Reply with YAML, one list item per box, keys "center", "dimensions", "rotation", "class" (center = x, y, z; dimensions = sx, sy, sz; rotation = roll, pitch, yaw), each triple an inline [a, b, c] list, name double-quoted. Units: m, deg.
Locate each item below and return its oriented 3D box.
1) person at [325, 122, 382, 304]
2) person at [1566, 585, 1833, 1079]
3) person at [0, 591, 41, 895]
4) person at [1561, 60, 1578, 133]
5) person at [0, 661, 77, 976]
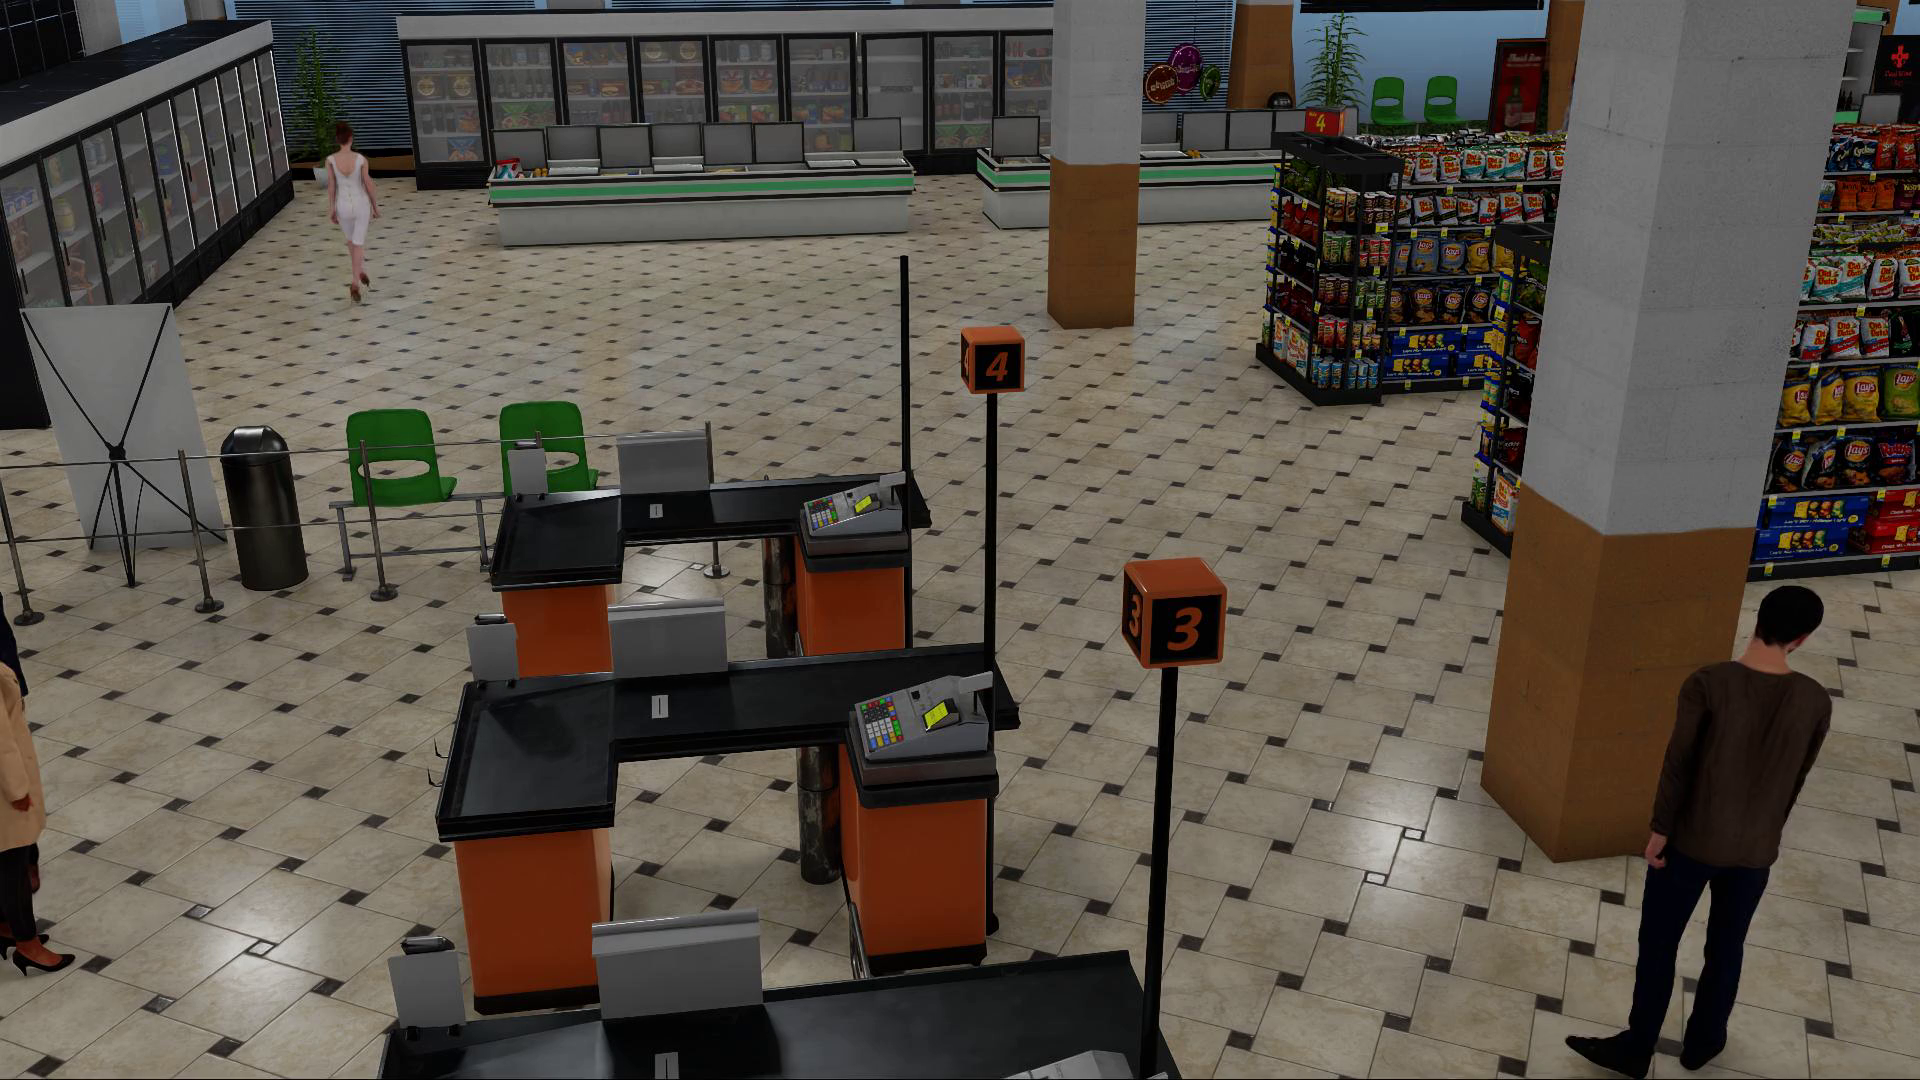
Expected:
- center: [-6.101, -3.243, 16.639]
  dimensions: [0.912, 1.765, 0.702]
  rotation: [-2, 22, -5]
  class: "person"
- center: [2.612, 1.062, 5.800]
  dimensions: [0.599, 1.857, 0.980]
  rotation: [-4, 22, -11]
  class: "person"
- center: [-4.164, 0.680, 6.922]
  dimensions: [0.552, 1.730, 0.737]
  rotation: [-8, 23, -19]
  class: "person"
- center: [8.999, -6.277, 24.451]
  dimensions: [1.065, 1.570, 0.620]
  rotation: [-6, 23, -15]
  class: "person"
- center: [-3.741, 0.908, 6.421]
  dimensions: [0.720, 1.681, 0.739]
  rotation: [19, 29, 40]
  class: "person"
